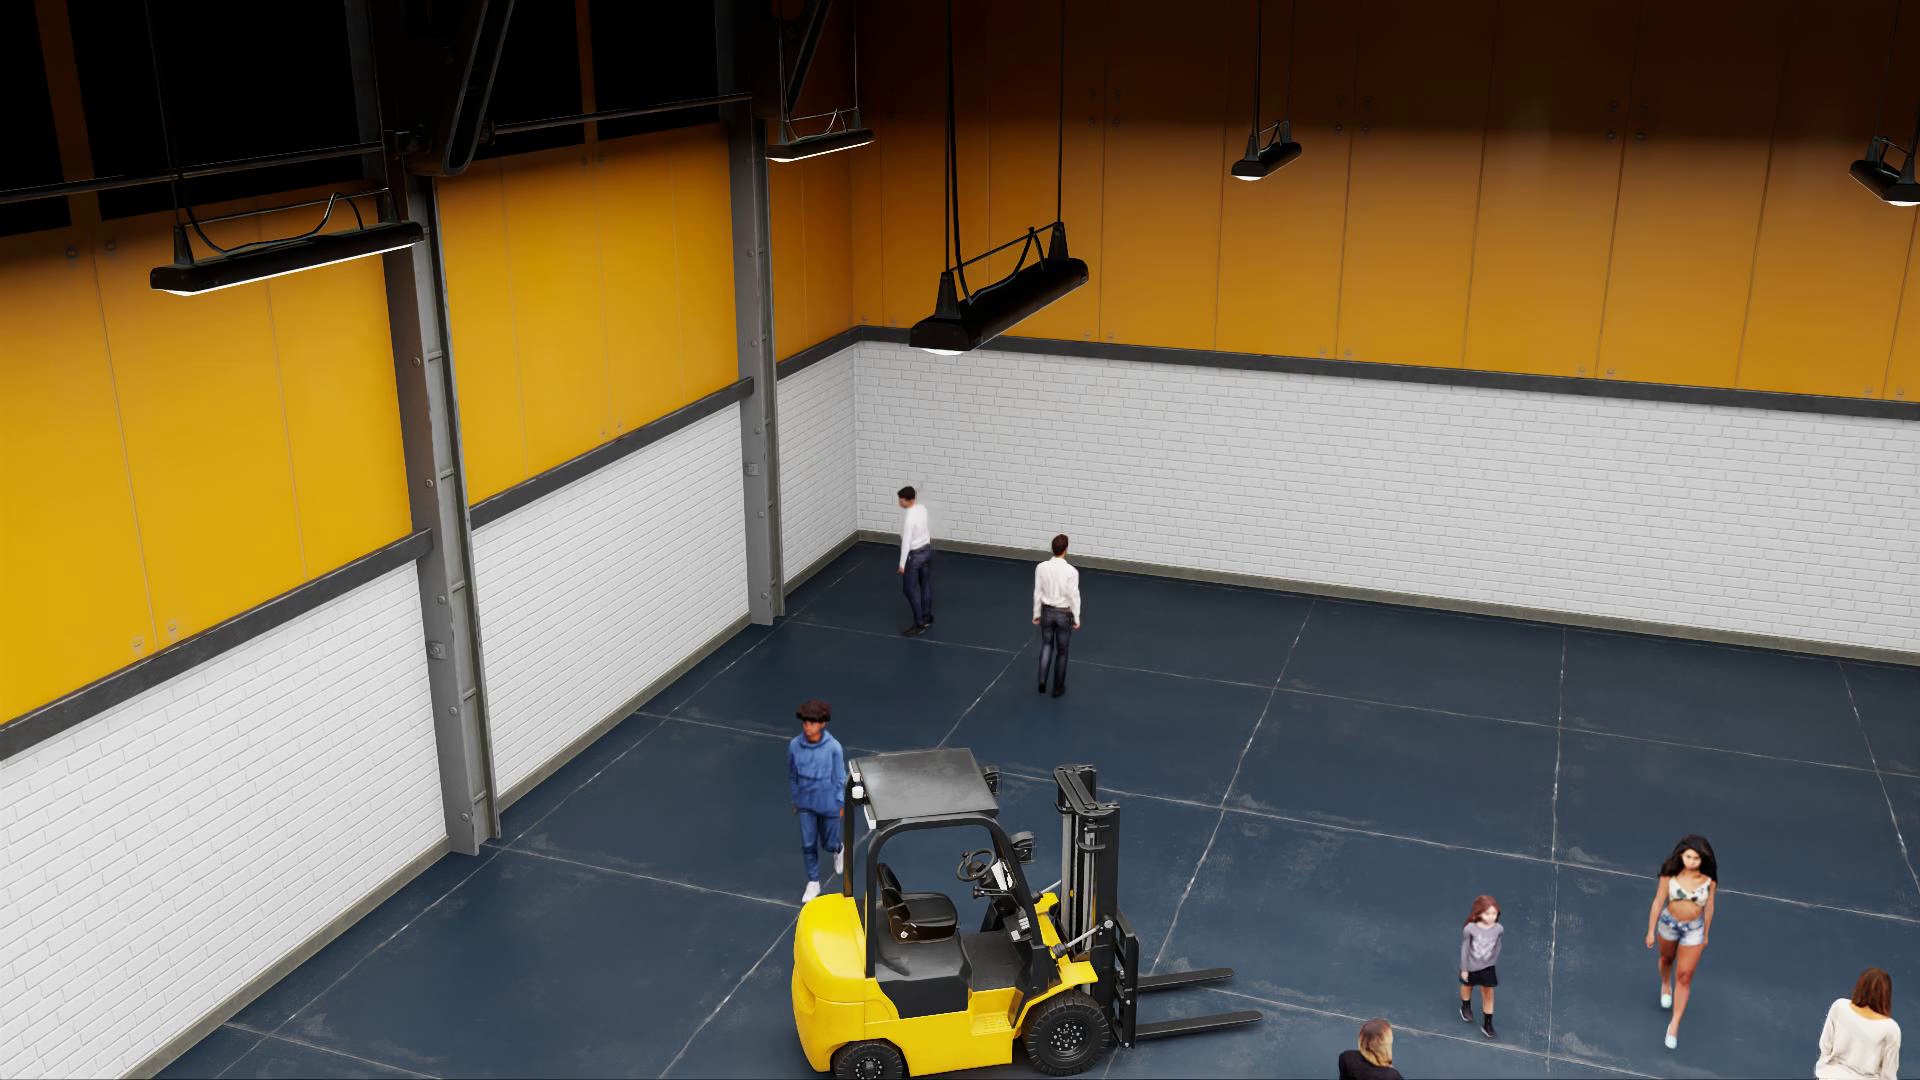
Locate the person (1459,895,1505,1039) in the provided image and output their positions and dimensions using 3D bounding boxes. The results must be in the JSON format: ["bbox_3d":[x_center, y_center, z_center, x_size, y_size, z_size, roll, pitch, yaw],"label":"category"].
[{"bbox_3d":[3.859,3.121,12.440,0.612,1.089,0.750,0,19,0],"label":"person"}]

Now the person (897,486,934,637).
[{"bbox_3d":[-0.465,0.192,19.964,0.961,1.839,0.562,17,25,41],"label":"person"}]

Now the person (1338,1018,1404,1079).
[{"bbox_3d":[2.417,3.642,10.006,0.811,1.656,0.961,17,25,42],"label":"person"}]

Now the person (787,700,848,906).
[{"bbox_3d":[-1.178,2.179,14.130,0.713,1.796,0.893,5,19,15],"label":"person"}]

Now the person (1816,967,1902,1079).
[{"bbox_3d":[5.623,3.455,10.523,0.727,1.680,0.718,-17,25,-41],"label":"person"}]

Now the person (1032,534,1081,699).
[{"bbox_3d":[1.009,0.863,17.942,0.689,1.856,0.758,7,20,21],"label":"person"}]

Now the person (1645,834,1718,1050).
[{"bbox_3d":[5.344,2.895,12.350,0.610,1.574,1.028,8,20,22],"label":"person"}]
